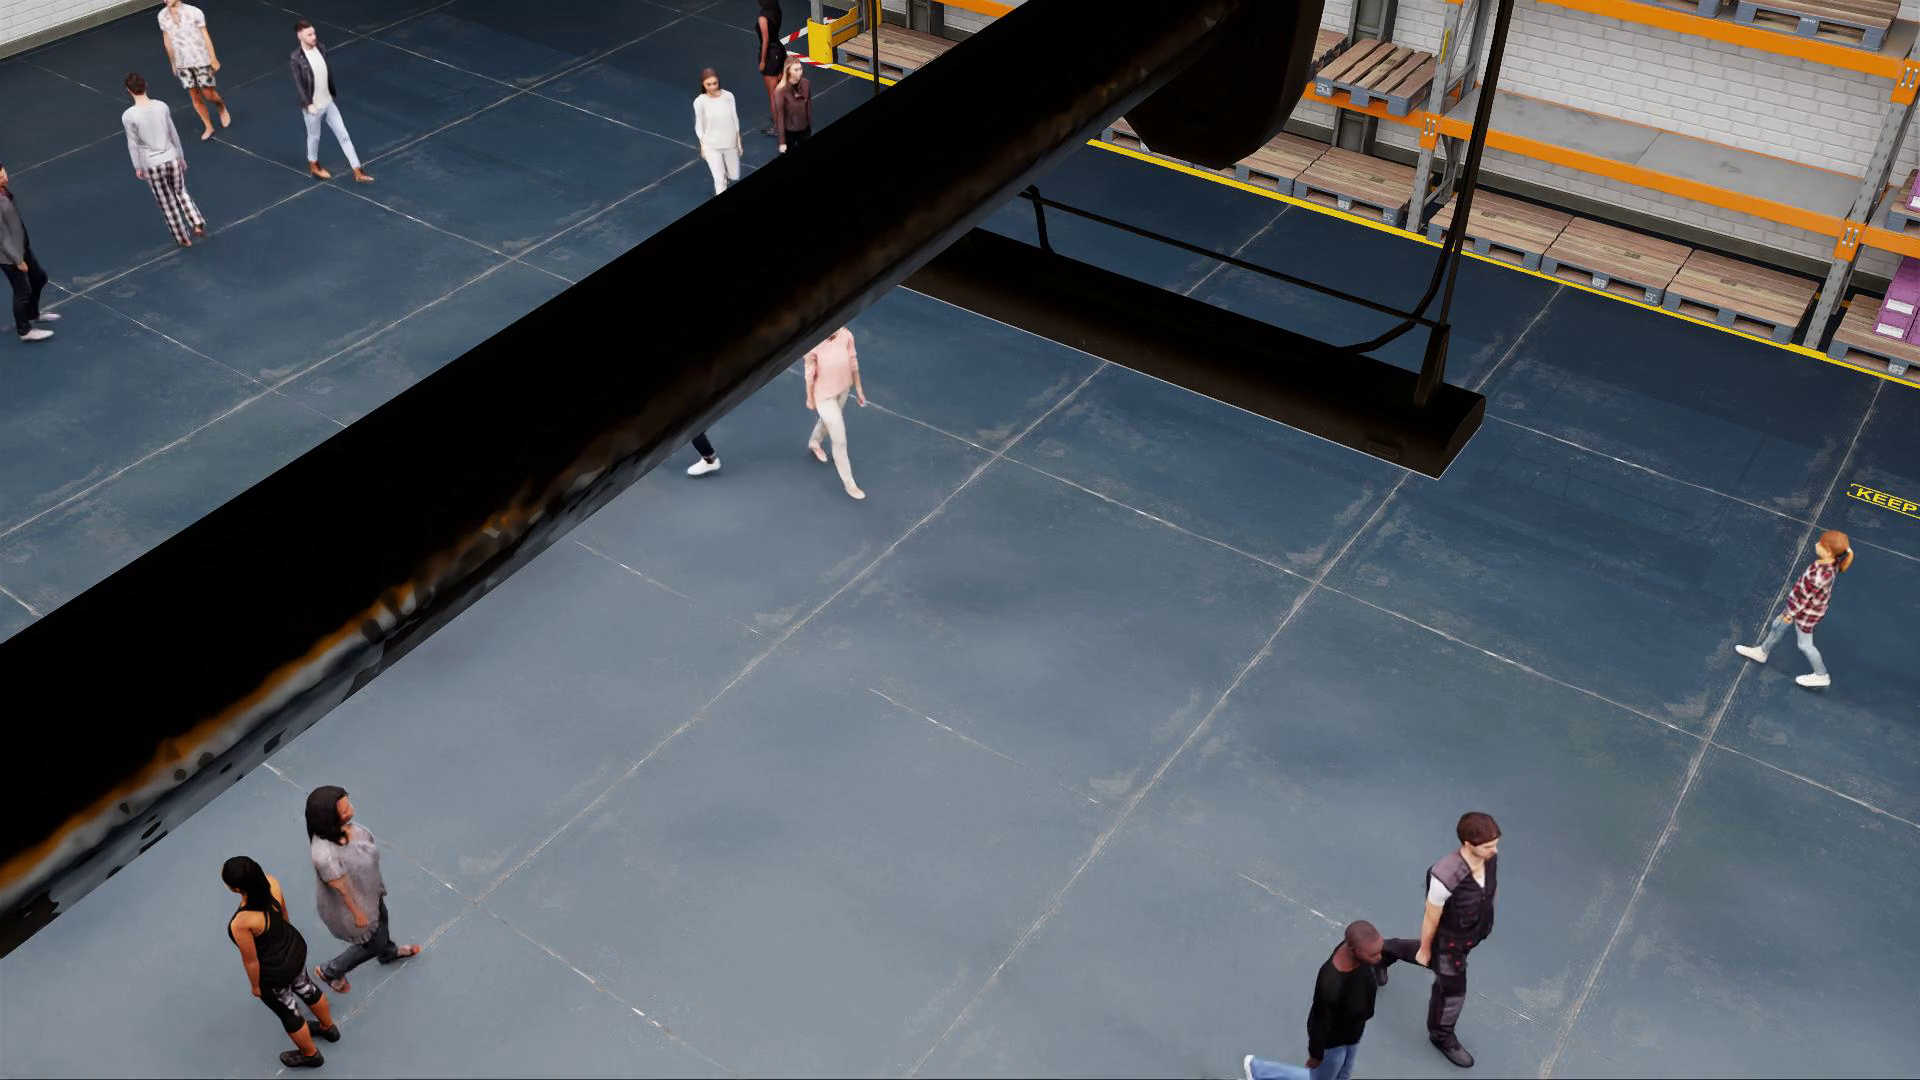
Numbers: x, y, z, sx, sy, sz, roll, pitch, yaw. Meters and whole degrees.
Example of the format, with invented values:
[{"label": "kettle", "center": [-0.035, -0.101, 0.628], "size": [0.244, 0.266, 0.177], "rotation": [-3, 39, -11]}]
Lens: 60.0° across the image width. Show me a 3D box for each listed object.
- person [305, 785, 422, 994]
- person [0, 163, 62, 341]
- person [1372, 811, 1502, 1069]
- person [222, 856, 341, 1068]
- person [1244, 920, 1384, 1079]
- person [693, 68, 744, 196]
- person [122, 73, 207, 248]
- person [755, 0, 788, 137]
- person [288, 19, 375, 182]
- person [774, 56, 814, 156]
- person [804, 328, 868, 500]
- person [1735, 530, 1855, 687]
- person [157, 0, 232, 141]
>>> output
[{"label": "person", "center": [-3.579, 2.043, 9.598], "size": [0.943, 1.594, 0.899], "rotation": [-13, 41, -16]}, {"label": "person", "center": [-8.773, -2.655, 15.292], "size": [0.915, 1.828, 0.840], "rotation": [-19, 42, -22]}, {"label": "person", "center": [2.676, 2.132, 9.302], "size": [0.814, 1.824, 1.139], "rotation": [-29, 47, -31]}, {"label": "person", "center": [-3.770, 2.319, 9.196], "size": [0.658, 1.664, 0.647], "rotation": [4, 39, 5]}, {"label": "person", "center": [1.914, 2.566, 8.831], "size": [0.930, 1.733, 0.610], "rotation": [21, 43, 24]}, {"label": "person", "center": [-2.518, -4.132, 17.266], "size": [0.826, 1.673, 0.943], "rotation": [-18, 42, -21]}, {"label": "person", "center": [-7.972, -3.761, 16.670], "size": [0.708, 1.838, 0.657], "rotation": [28, 47, 31]}, {"label": "person", "center": [-2.128, -5.461, 18.875], "size": [0.625, 1.743, 0.662], "rotation": [11, 40, 14]}, {"label": "person", "center": [-6.964, -4.694, 17.868], "size": [1.098, 1.800, 0.673], "rotation": [22, 44, 25]}, {"label": "person", "center": [-1.775, -4.269, 17.442], "size": [0.876, 1.667, 1.193], "rotation": [-24, 44, -27]}, {"label": "person", "center": [-1.089, -1.237, 13.633], "size": [0.782, 1.683, 1.179], "rotation": [-28, 46, -30]}, {"label": "person", "center": [6.063, 0.509, 11.766], "size": [0.875, 1.284, 0.530], "rotation": [23, 44, 26]}, {"label": "person", "center": [-8.661, -5.474, 18.844], "size": [0.851, 1.800, 0.918], "rotation": [0, 39, 0]}]
